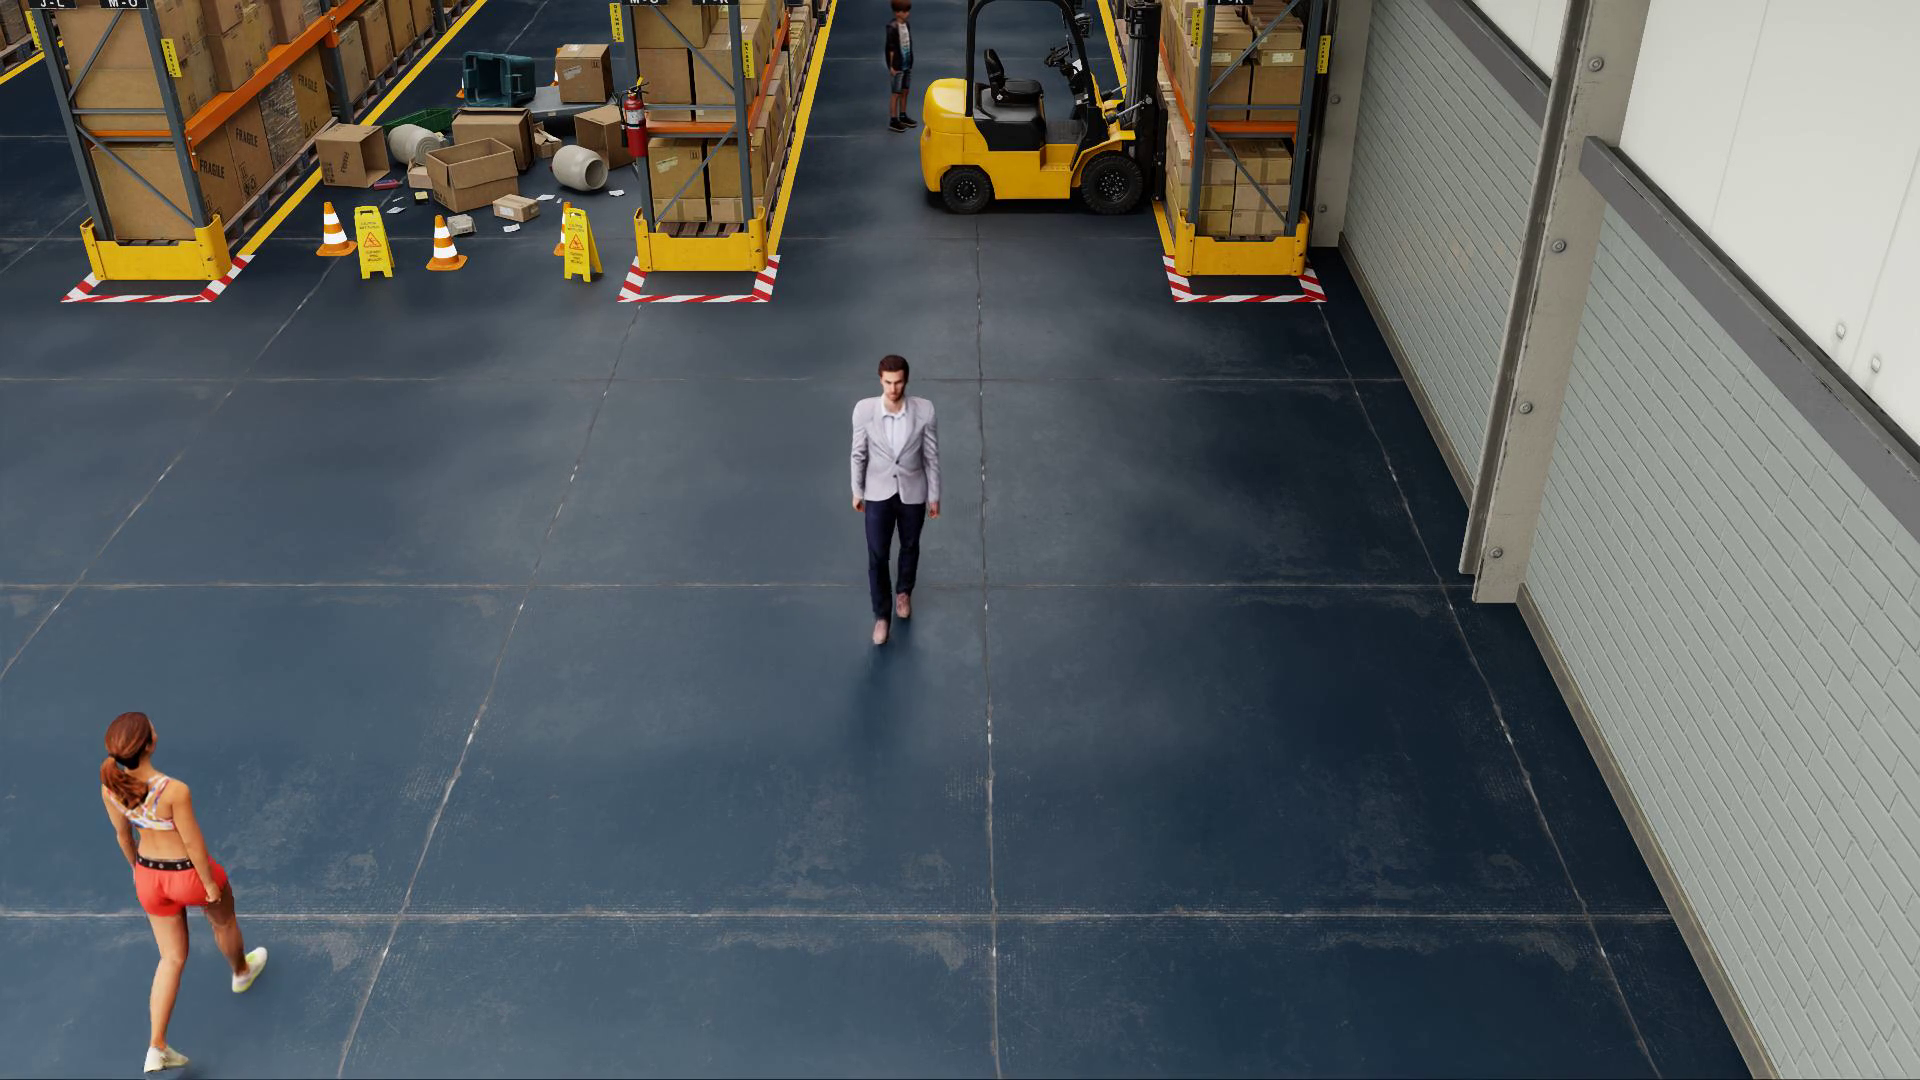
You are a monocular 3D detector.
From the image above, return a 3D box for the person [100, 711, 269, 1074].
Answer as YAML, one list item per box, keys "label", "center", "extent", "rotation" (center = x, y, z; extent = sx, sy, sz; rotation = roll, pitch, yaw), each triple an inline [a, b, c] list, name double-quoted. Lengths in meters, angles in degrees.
- label: "person"
  center: [-3.482, 1.555, 7.290]
  extent: [0.676, 1.760, 1.148]
  rotation: [4, 32, 6]

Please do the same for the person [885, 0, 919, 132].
- label: "person"
  center: [-0.661, -5.288, 18.432]
  extent: [0.678, 1.447, 0.594]
  rotation: [19, 37, 27]

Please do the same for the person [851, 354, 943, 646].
- label: "person"
  center: [-0.392, -0.343, 10.230]
  extent: [0.727, 1.835, 0.871]
  rotation: [-2, 32, -3]
